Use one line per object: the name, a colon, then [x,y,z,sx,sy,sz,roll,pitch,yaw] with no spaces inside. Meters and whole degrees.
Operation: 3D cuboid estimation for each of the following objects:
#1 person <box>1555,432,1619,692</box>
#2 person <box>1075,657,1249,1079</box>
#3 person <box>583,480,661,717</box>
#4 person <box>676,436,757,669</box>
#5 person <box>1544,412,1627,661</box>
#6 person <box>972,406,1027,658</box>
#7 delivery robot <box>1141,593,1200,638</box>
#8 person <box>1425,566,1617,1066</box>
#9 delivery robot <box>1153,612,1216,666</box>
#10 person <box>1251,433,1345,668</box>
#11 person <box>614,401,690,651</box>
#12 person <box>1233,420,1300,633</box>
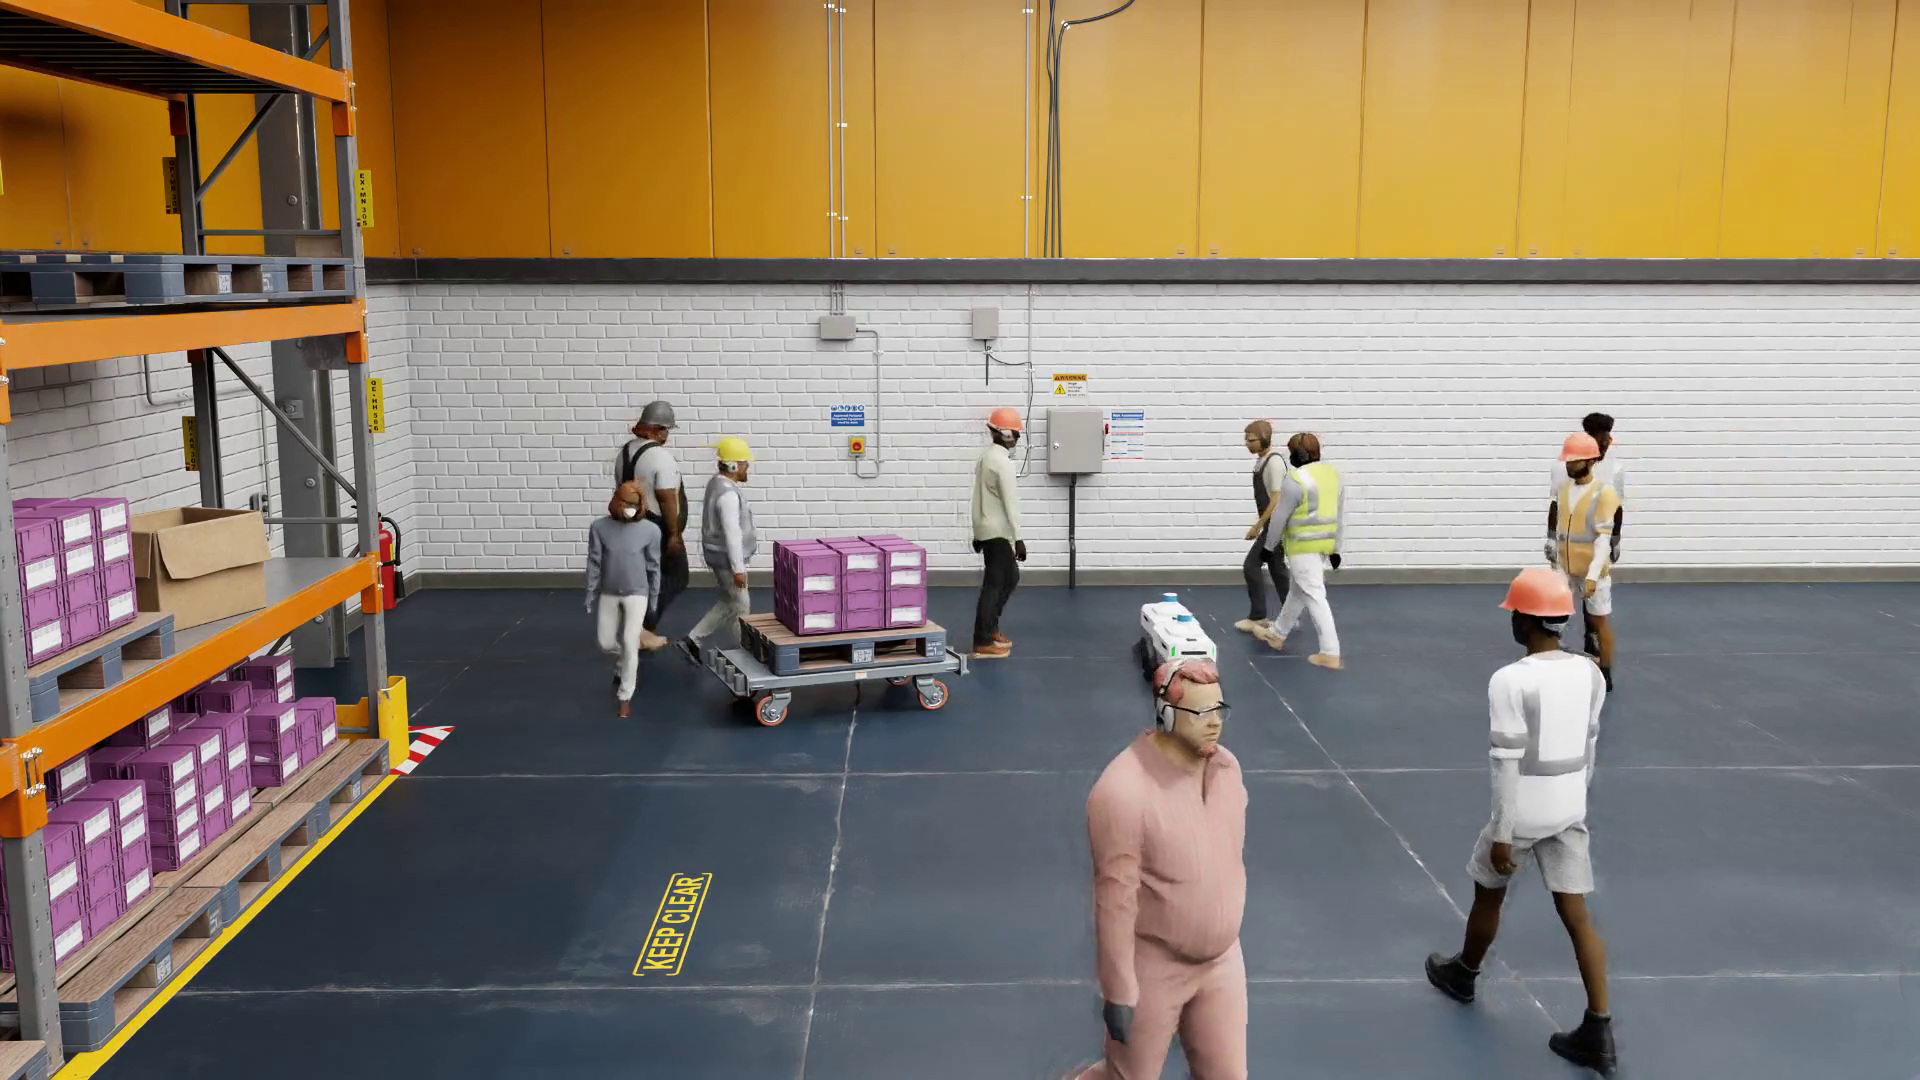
person: [4.303,0.193,11.687,0.973,1.884,0.559,-5,10,-27]
person: [0.622,1.268,5.158,0.646,1.881,0.868,-7,12,-36]
person: [-2.297,0.375,11.418,0.533,1.613,0.509,0,9,0]
person: [-1.744,0.133,12.306,0.614,1.813,0.621,-3,10,-15]
person: [4.807,-0.019,12.840,0.687,1.956,0.442,-1,9,-6]
person: [0.308,-0.053,12.969,0.536,1.971,0.629,-2,10,-13]
delivery robot: [1.605,0.649,12.703,0.477,0.478,0.707,-1,9,-4]
person: [2.257,1.040,6.528,0.561,1.885,1.024,-4,10,-22]
delivery robot: [1.614,0.765,11.992,0.477,0.478,0.707,-1,9,-4]
person: [2.640,0.058,12.892,0.608,1.778,0.961,-9,13,-44]
person: [-2.427,-0.114,13.123,0.769,2.000,0.551,9,13,43]
person: [2.558,-0.096,13.804,0.707,1.795,0.516,0,9,-2]
